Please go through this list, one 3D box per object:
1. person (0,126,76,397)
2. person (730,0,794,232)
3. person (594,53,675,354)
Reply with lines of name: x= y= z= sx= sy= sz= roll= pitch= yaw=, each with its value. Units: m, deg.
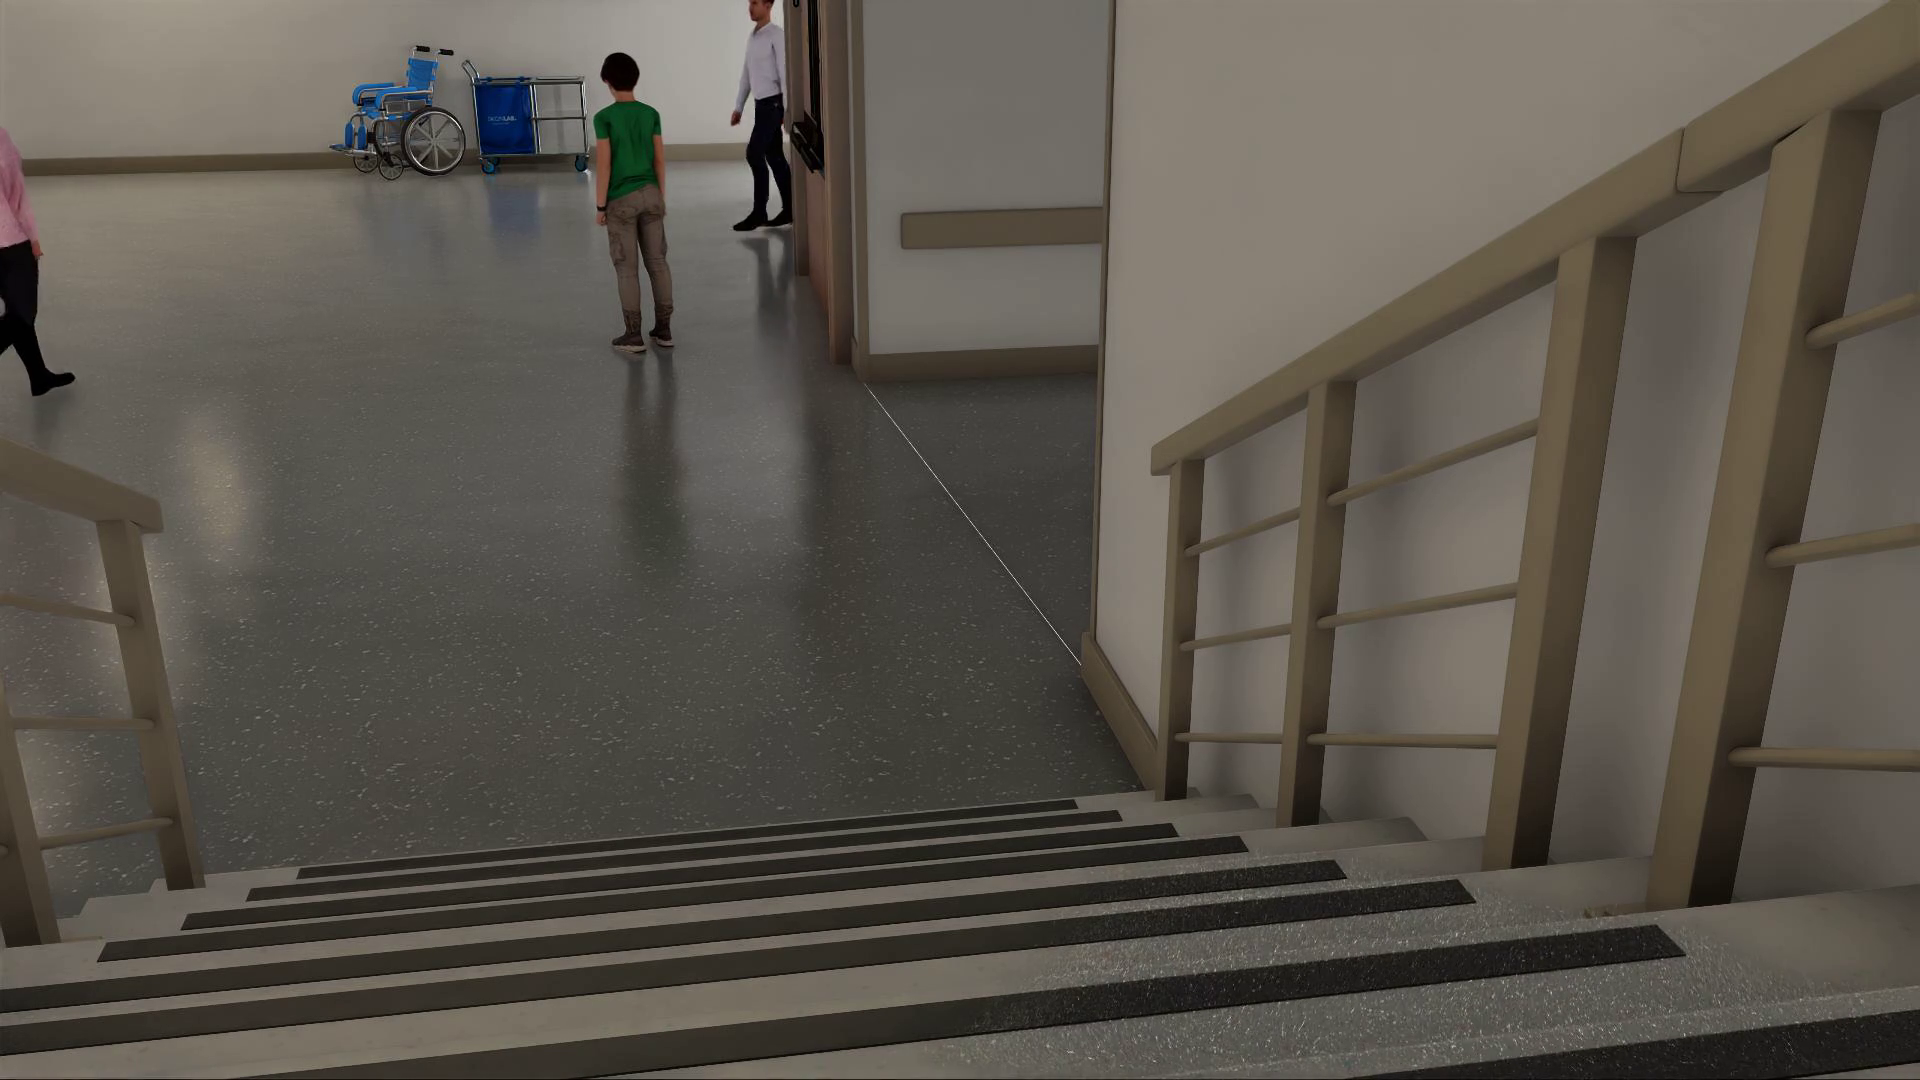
person: x=-4.814 y=-1.463 z=8.213 sx=0.903 sy=1.669 sz=1.102 roll=6 pitch=22 yaw=16
person: x=-1.396 y=-3.368 z=12.993 sx=0.867 sy=1.846 sz=0.900 roll=-11 pitch=23 yaw=-26
person: x=-1.835 y=-1.901 z=9.394 sx=0.669 sy=1.652 sz=0.672 roll=-15 pitch=25 yaw=-34
